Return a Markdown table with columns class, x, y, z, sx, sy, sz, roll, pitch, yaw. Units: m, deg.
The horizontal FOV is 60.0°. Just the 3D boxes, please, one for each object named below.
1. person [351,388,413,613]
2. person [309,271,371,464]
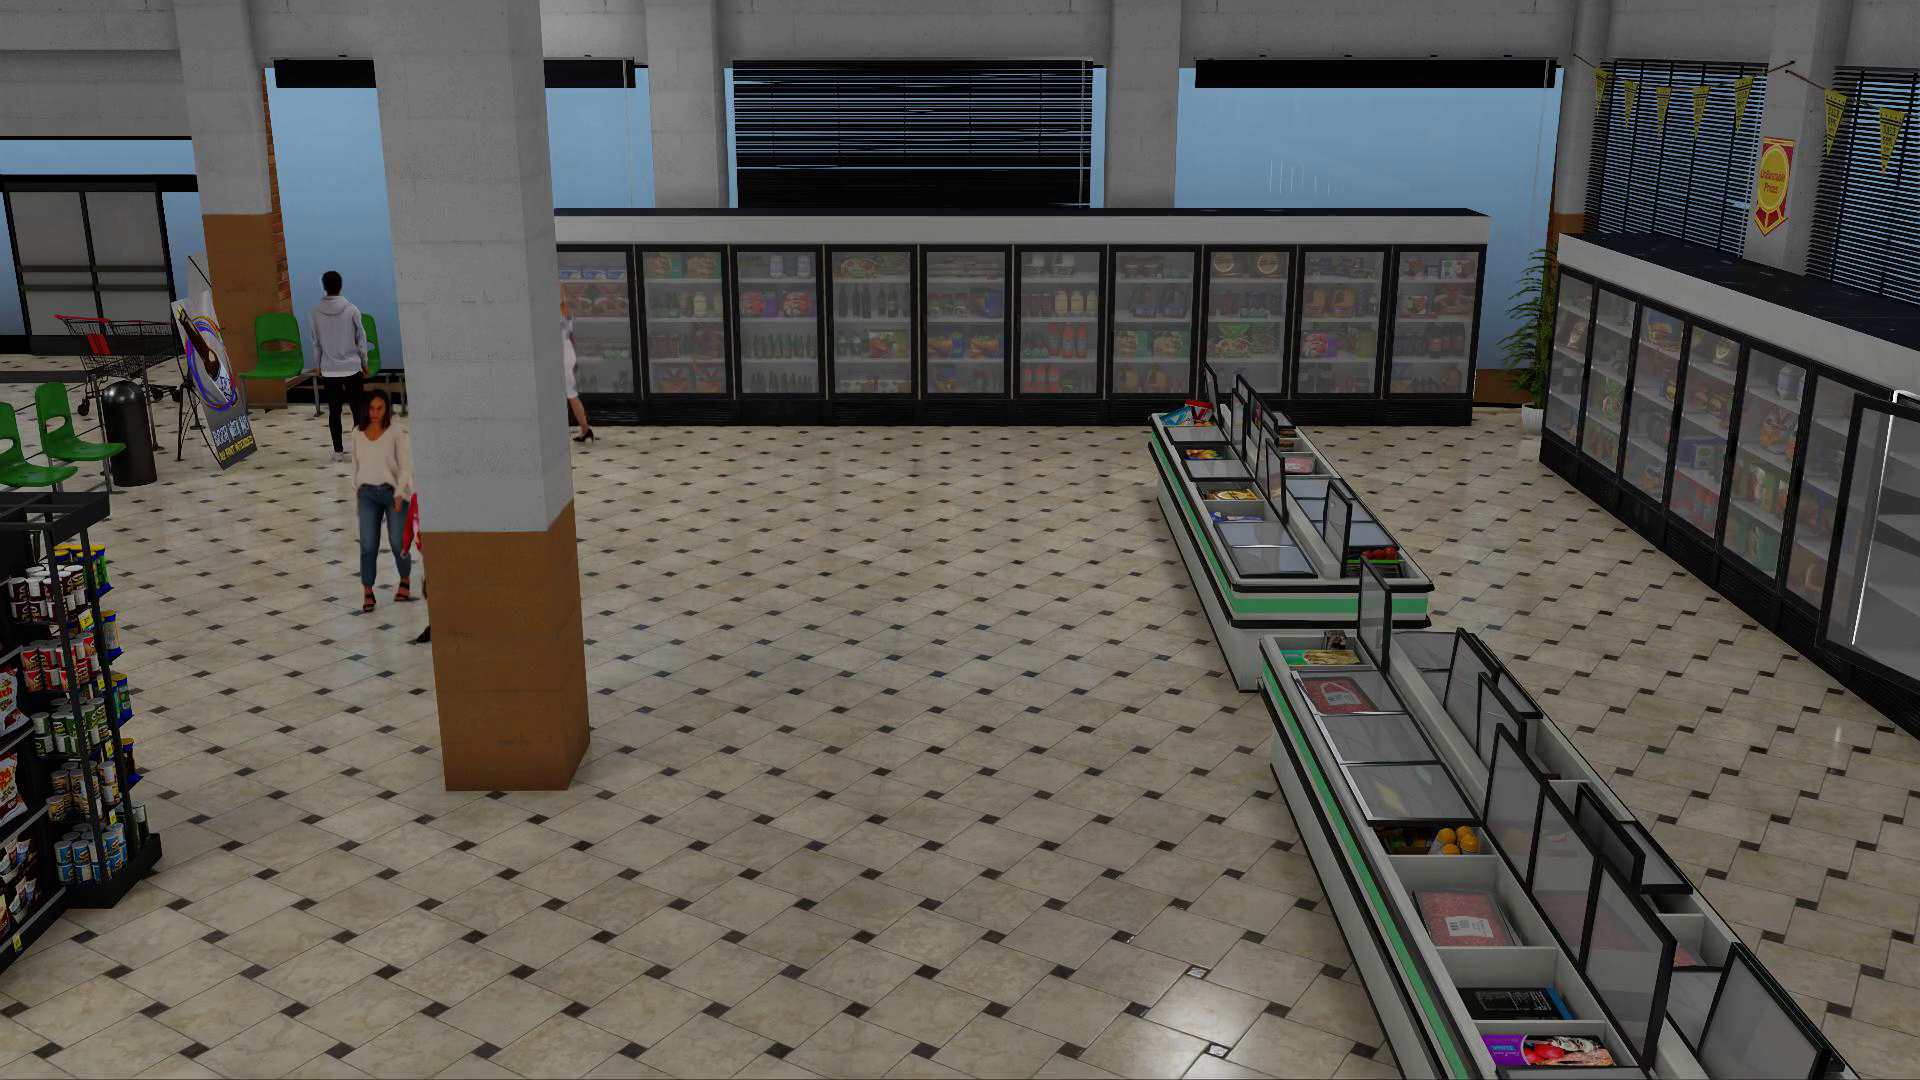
| class | x | y | z | sx | sy | sz | roll | pitch | yaw |
| --- | --- | --- | --- | --- | --- | --- | --- | --- | --- |
| person | -4.294 | -0.329 | 12.515 | 0.655 | 1.662 | 0.725 | 2 | 17 | 7 |
| person | -6.219 | -1.745 | 16.720 | 0.737 | 1.930 | 0.690 | -4 | 17 | -14 |
